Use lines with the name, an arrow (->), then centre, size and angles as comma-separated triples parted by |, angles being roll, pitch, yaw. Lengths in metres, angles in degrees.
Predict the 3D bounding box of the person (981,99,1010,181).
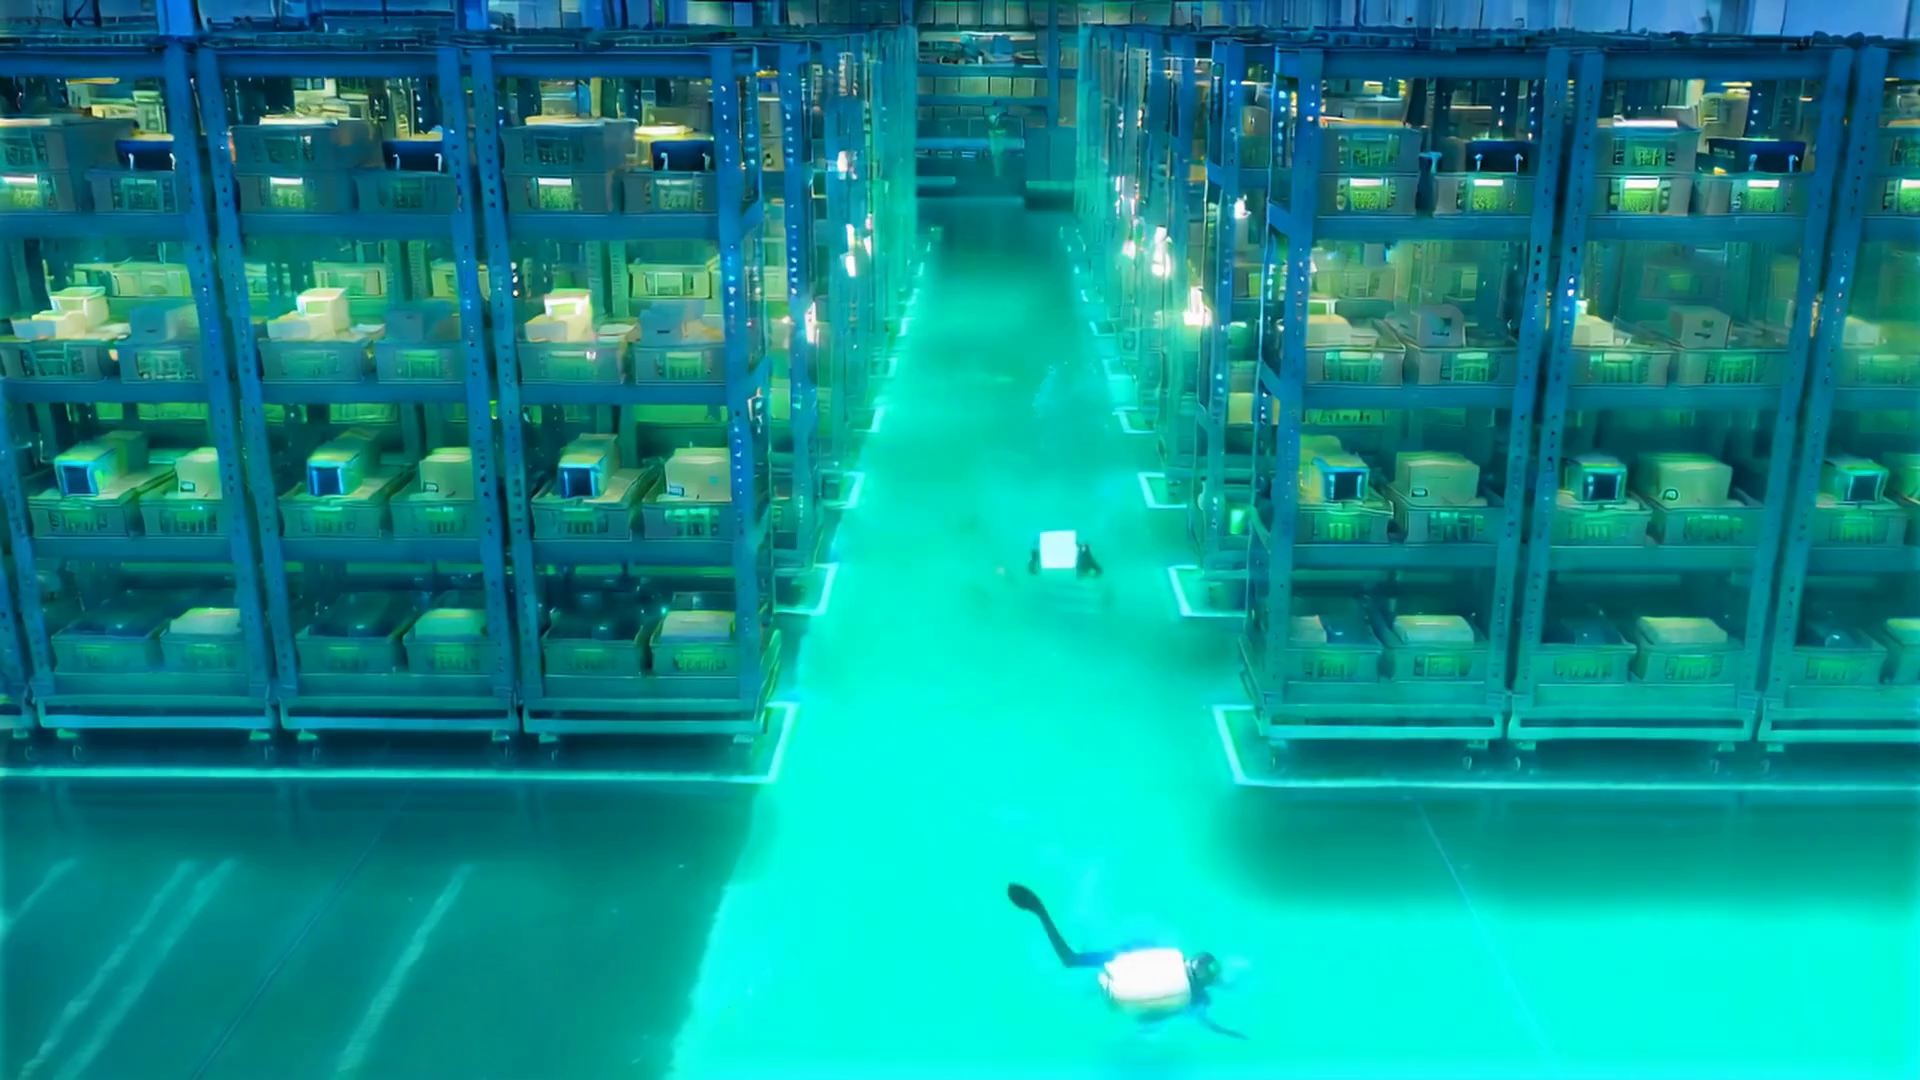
person -> 0.844, -9.533, 39.644 | 0.612, 1.893, 1.008 | 11, 20, 31
